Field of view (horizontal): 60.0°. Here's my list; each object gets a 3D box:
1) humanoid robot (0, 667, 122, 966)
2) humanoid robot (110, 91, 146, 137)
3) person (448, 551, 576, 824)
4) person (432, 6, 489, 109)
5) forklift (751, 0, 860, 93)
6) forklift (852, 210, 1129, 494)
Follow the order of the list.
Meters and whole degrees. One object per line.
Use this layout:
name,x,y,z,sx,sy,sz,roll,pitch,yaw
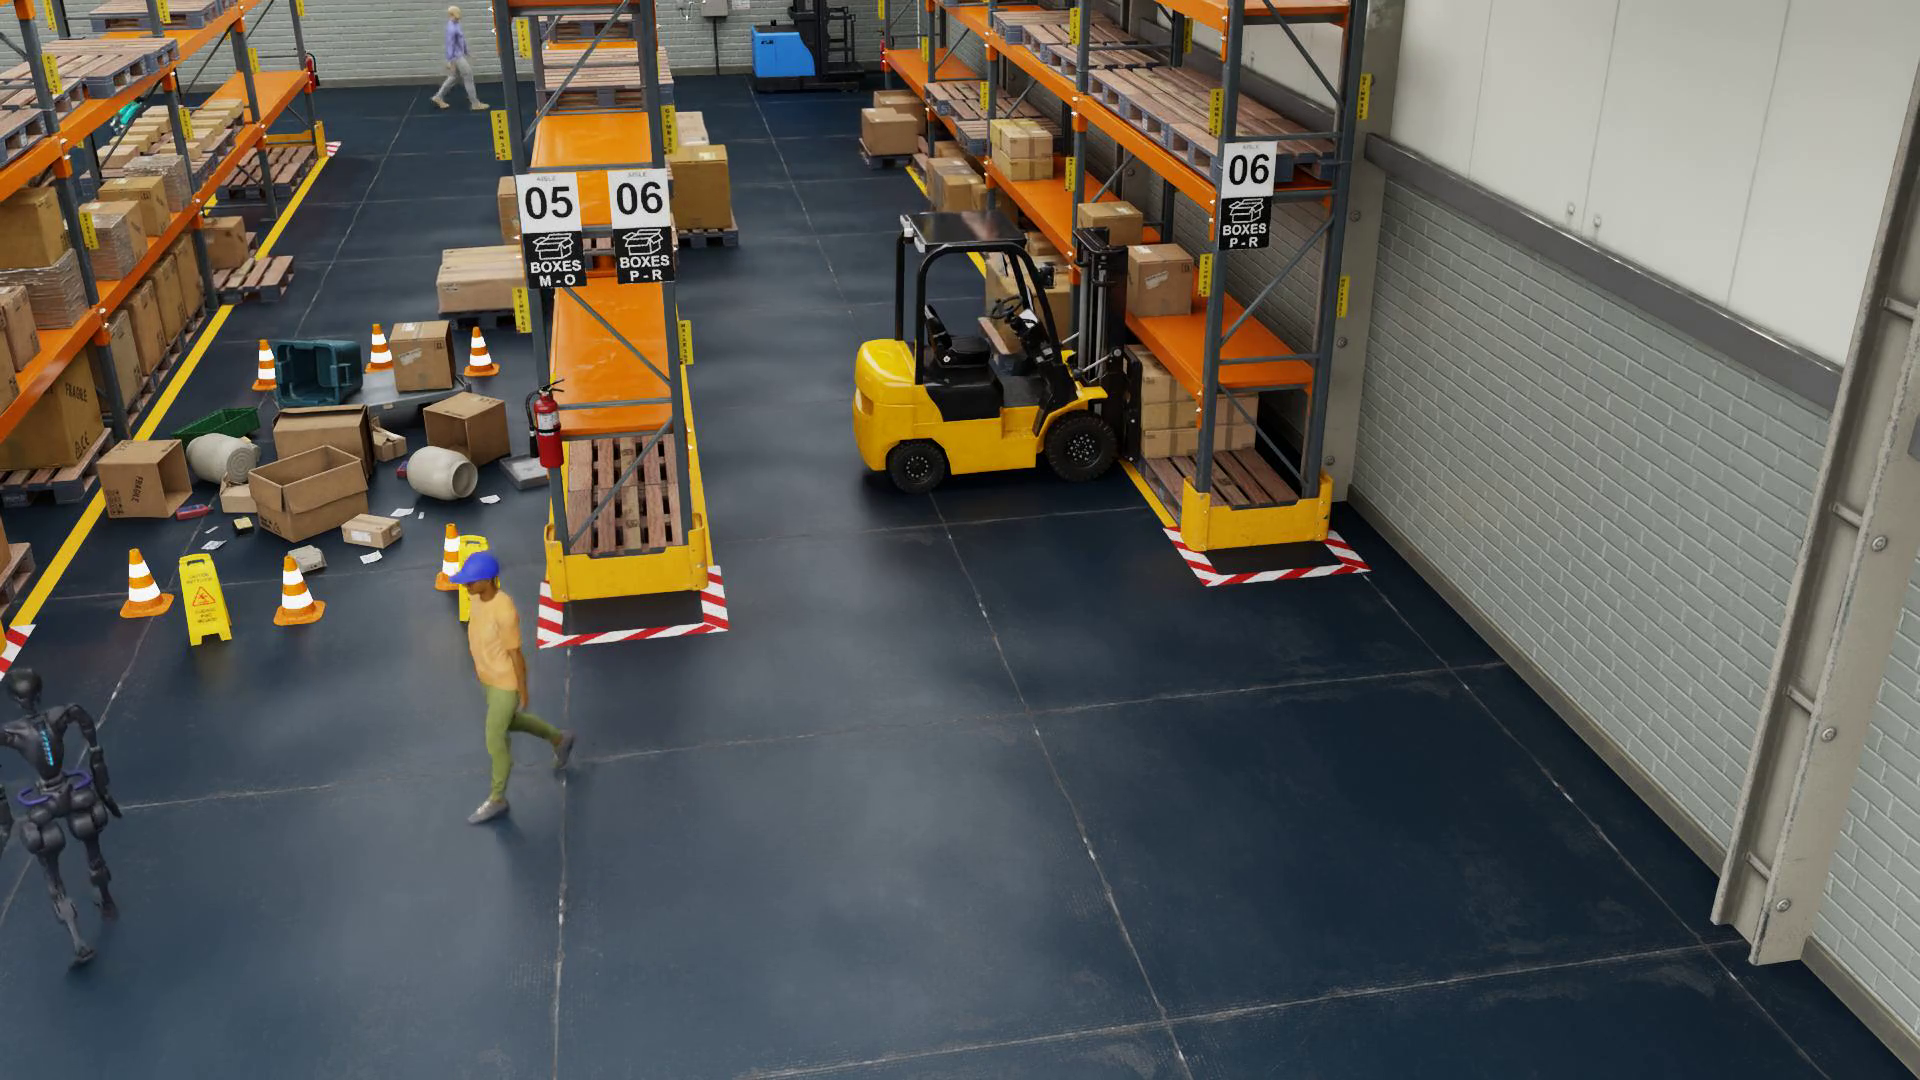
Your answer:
humanoid robot,-4.693,1.410,8.616,0.601,1.668,0.617,-22,33,-38
humanoid robot,-12.873,-6.781,25.574,0.530,1.788,0.800,15,29,28
person,-2.653,0.784,9.821,0.738,1.664,0.449,-21,33,-37
person,-8.755,-8.339,28.773,0.893,1.767,0.563,-5,26,-11
forklift,-2.872,-9.679,30.288,1.873,2.768,1.129,-5,26,-10
forklift,0.216,-1.659,14.366,2.313,2.155,1.214,-5,26,-10
